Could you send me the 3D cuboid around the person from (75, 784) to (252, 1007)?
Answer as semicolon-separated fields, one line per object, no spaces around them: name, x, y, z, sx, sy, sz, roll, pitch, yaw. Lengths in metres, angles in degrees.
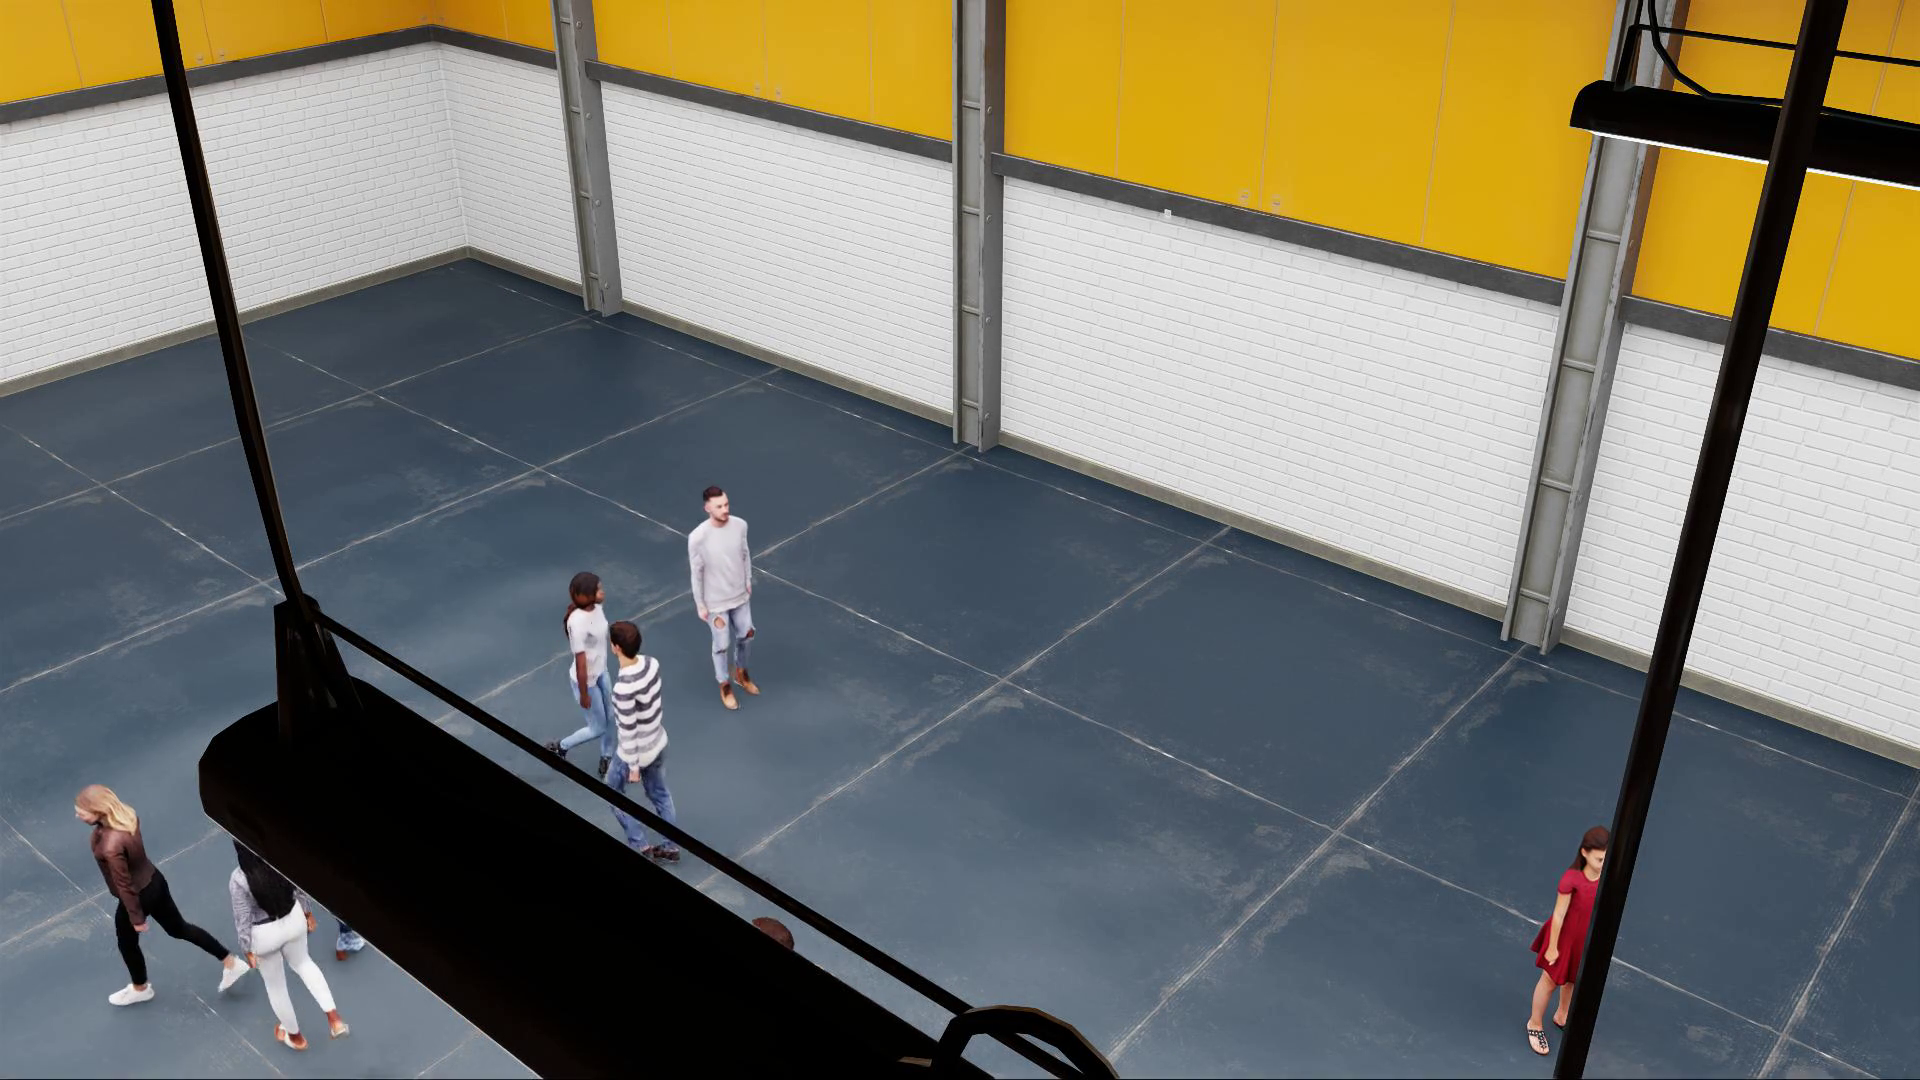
person;-4.754;2.094;9.843;1.117;1.666;1.100;-4;29;-7

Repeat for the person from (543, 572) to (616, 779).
person;-2.691;0.993;11.813;0.963;1.713;0.841;3;29;5

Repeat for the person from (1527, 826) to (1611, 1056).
person;3.564;2.283;9.615;0.675;1.553;0.735;-8;30;-14

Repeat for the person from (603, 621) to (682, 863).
person;-2.013;1.386;10.969;0.800;1.832;0.772;9;30;16

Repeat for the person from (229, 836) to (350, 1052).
person;-3.827;2.274;9.464;0.843;1.714;0.652;19;34;30

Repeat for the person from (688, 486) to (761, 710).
person;-1.847;0.399;12.775;0.769;1.834;0.712;-20;34;-32
